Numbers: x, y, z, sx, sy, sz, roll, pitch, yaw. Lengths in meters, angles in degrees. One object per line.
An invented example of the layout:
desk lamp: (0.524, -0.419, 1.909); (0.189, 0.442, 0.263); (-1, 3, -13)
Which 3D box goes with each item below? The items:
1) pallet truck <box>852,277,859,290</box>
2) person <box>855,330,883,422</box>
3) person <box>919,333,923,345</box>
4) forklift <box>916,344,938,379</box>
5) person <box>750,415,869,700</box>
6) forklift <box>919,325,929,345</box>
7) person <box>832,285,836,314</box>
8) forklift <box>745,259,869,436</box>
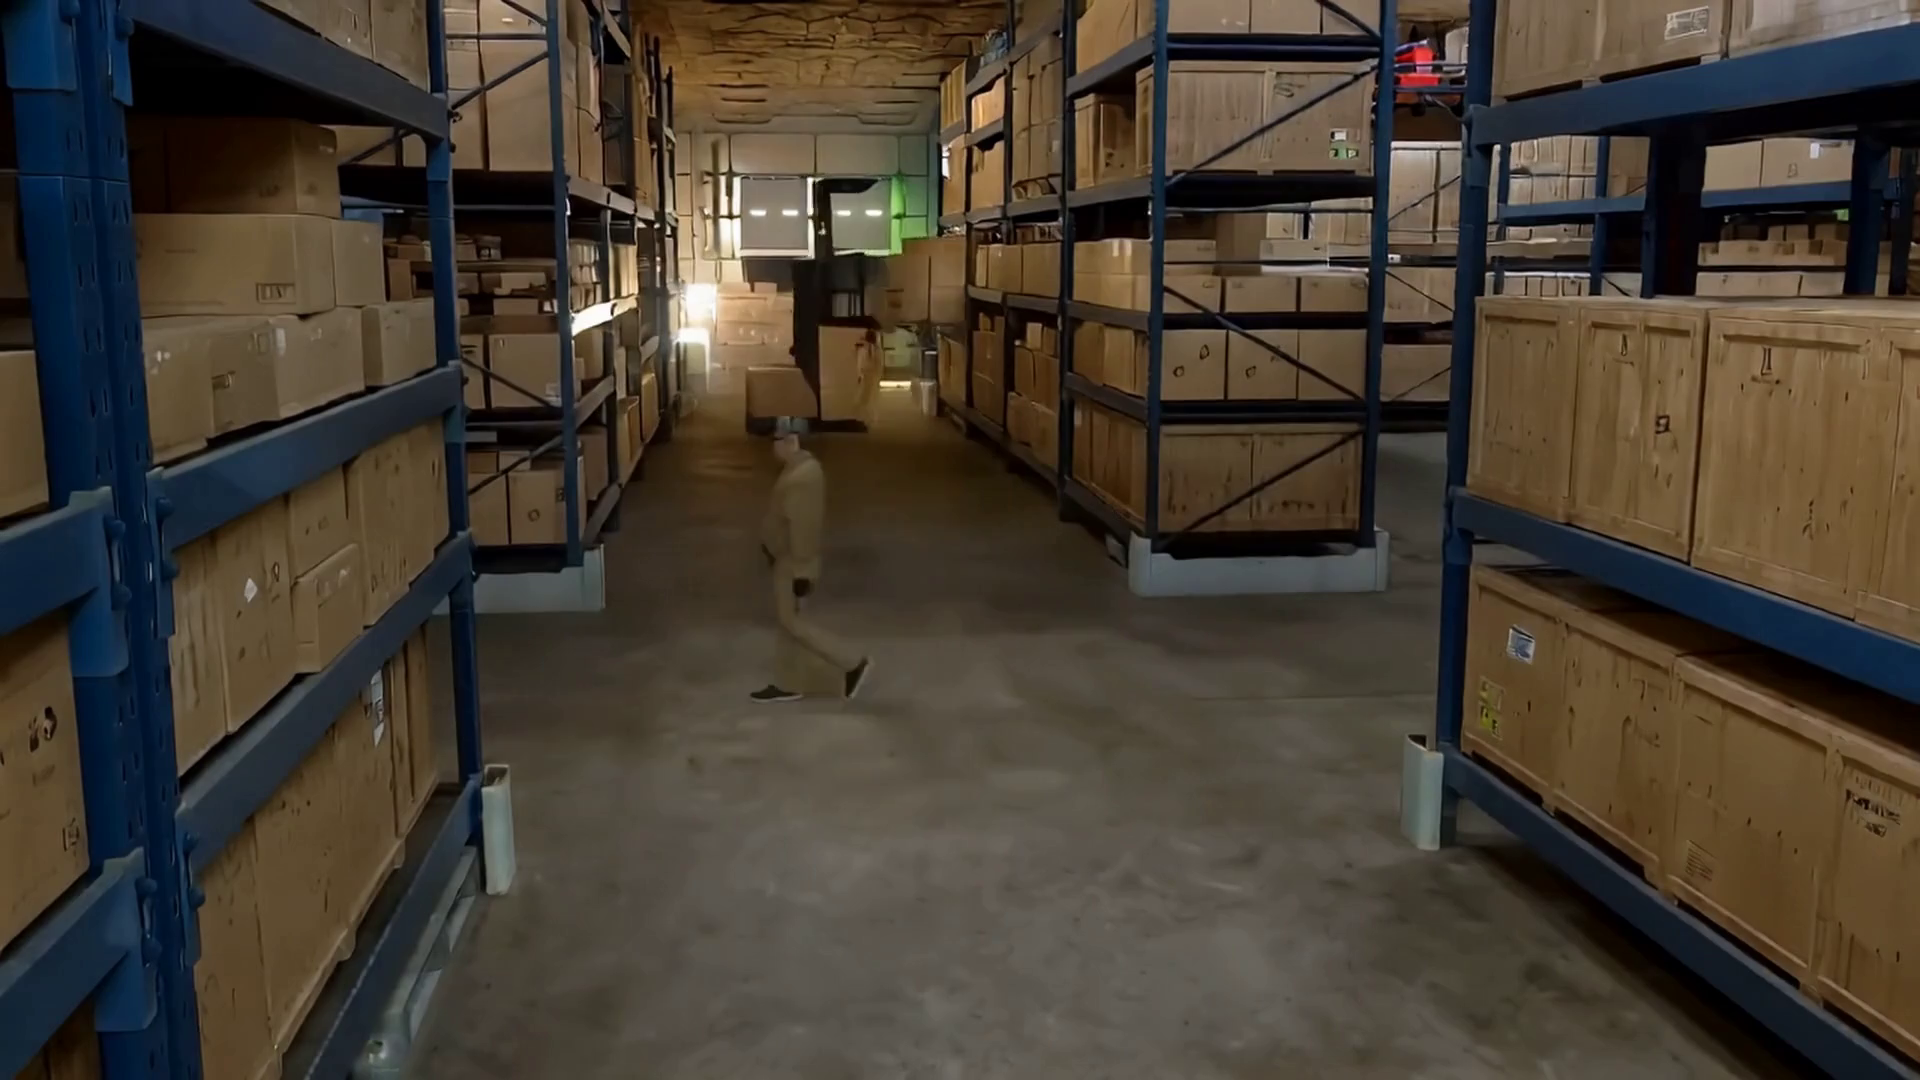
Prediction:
pallet truck: (-3.782, -9.391, 65.808); (1.885, 1.965, 0.823); (2, 10, 10)
person: (-1.577, -2.865, 28.858); (0.538, 1.623, 0.463); (-9, 13, -43)
person: (-1.233, -6.570, 49.623); (0.546, 1.923, 0.393); (-4, 10, -21)
forklift: (0.127, -4.249, 33.303); (1.873, 2.768, 1.129); (-6, 11, -31)
person: (-0.984, 0.133, 10.688); (0.709, 1.887, 0.650); (0, 10, -2)
forklift: (-1.574, -7.394, 51.613); (1.129, 2.768, 1.873); (-1, 10, -7)
person: (-4.180, -7.466, 54.805); (0.640, 1.932, 0.370); (-1, 10, -6)
forklift: (-2.508, -3.135, 26.815); (1.873, 2.768, 1.129); (-2, 10, -13)
